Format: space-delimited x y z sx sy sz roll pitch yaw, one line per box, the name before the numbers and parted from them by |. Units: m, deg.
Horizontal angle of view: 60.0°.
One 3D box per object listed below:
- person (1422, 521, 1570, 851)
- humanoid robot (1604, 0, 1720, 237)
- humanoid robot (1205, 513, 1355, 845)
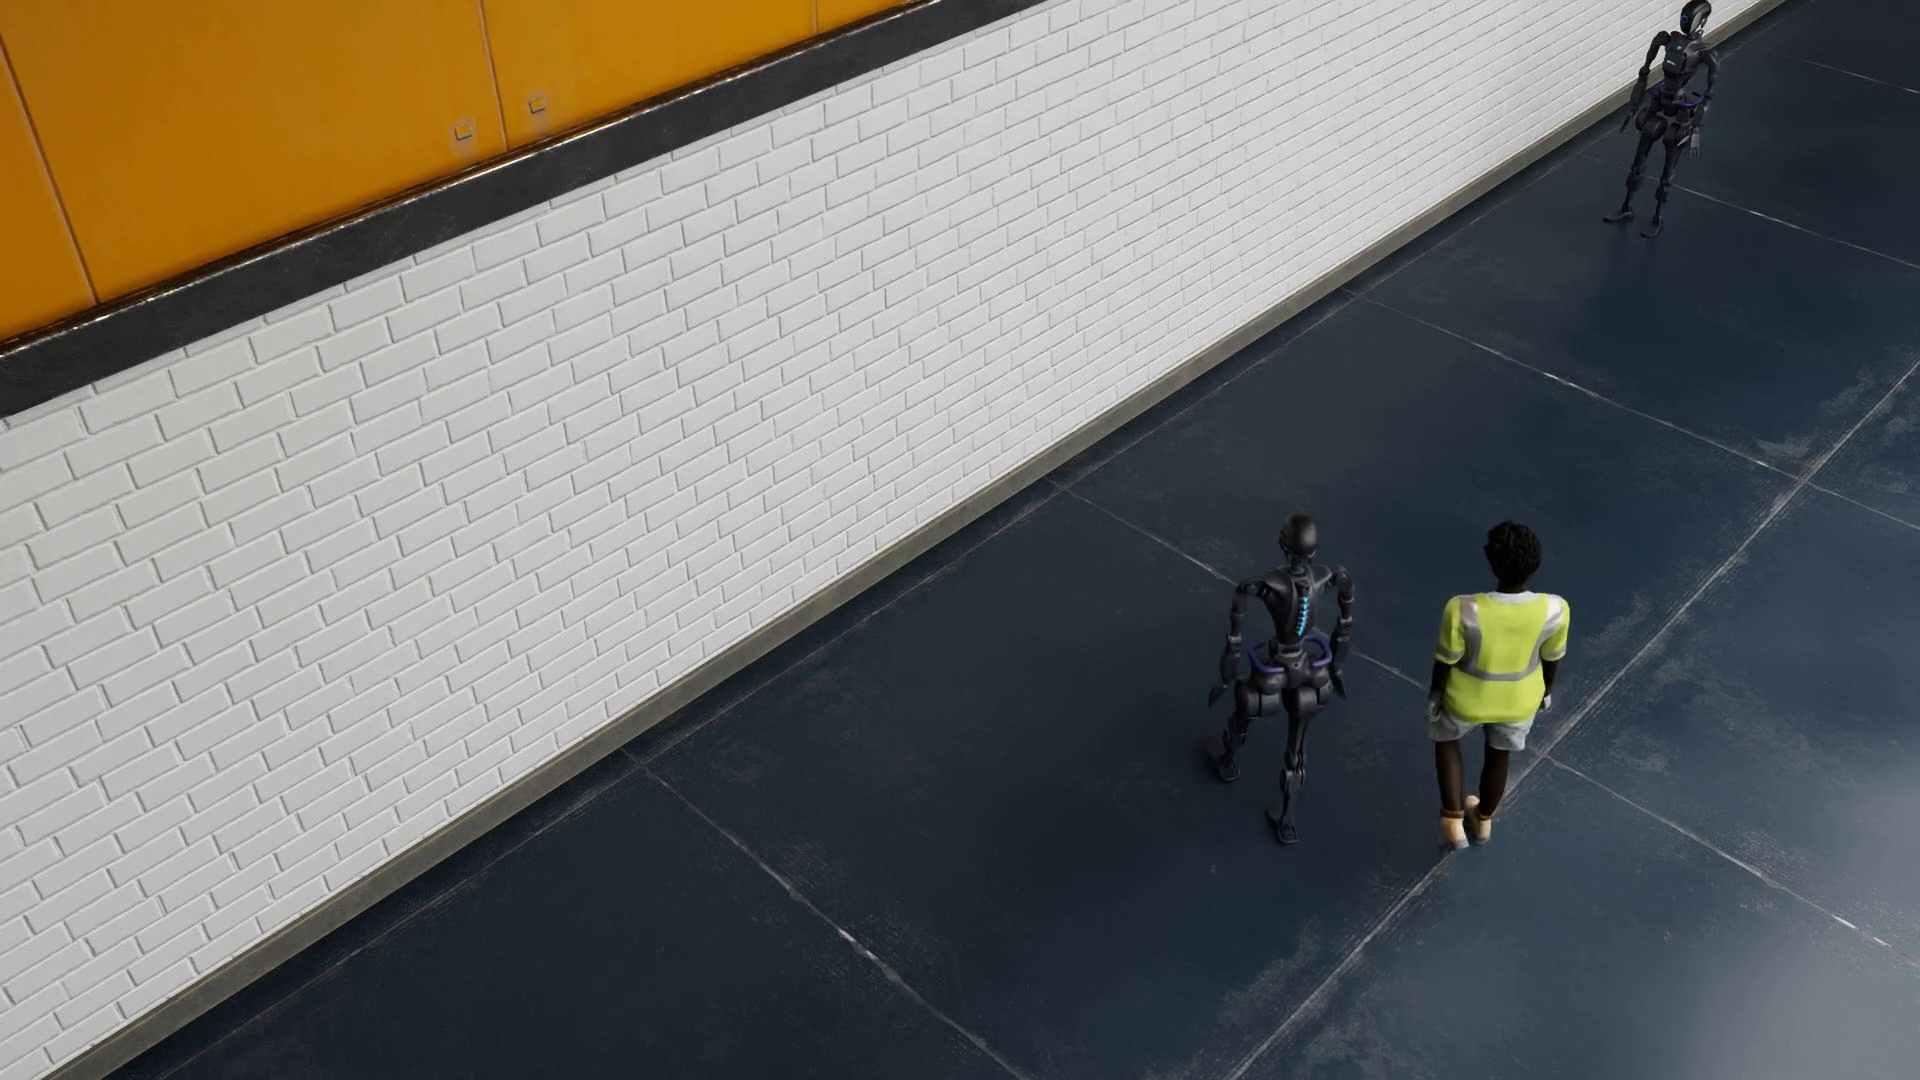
person | 2.214 0.679 6.938 0.556 1.681 0.440 3 39 3
humanoid robot | 4.853 -2.890 11.393 0.315 1.657 0.599 -26 45 -28
humanoid robot | 1.367 0.532 7.136 0.608 1.637 0.656 -7 39 -8
